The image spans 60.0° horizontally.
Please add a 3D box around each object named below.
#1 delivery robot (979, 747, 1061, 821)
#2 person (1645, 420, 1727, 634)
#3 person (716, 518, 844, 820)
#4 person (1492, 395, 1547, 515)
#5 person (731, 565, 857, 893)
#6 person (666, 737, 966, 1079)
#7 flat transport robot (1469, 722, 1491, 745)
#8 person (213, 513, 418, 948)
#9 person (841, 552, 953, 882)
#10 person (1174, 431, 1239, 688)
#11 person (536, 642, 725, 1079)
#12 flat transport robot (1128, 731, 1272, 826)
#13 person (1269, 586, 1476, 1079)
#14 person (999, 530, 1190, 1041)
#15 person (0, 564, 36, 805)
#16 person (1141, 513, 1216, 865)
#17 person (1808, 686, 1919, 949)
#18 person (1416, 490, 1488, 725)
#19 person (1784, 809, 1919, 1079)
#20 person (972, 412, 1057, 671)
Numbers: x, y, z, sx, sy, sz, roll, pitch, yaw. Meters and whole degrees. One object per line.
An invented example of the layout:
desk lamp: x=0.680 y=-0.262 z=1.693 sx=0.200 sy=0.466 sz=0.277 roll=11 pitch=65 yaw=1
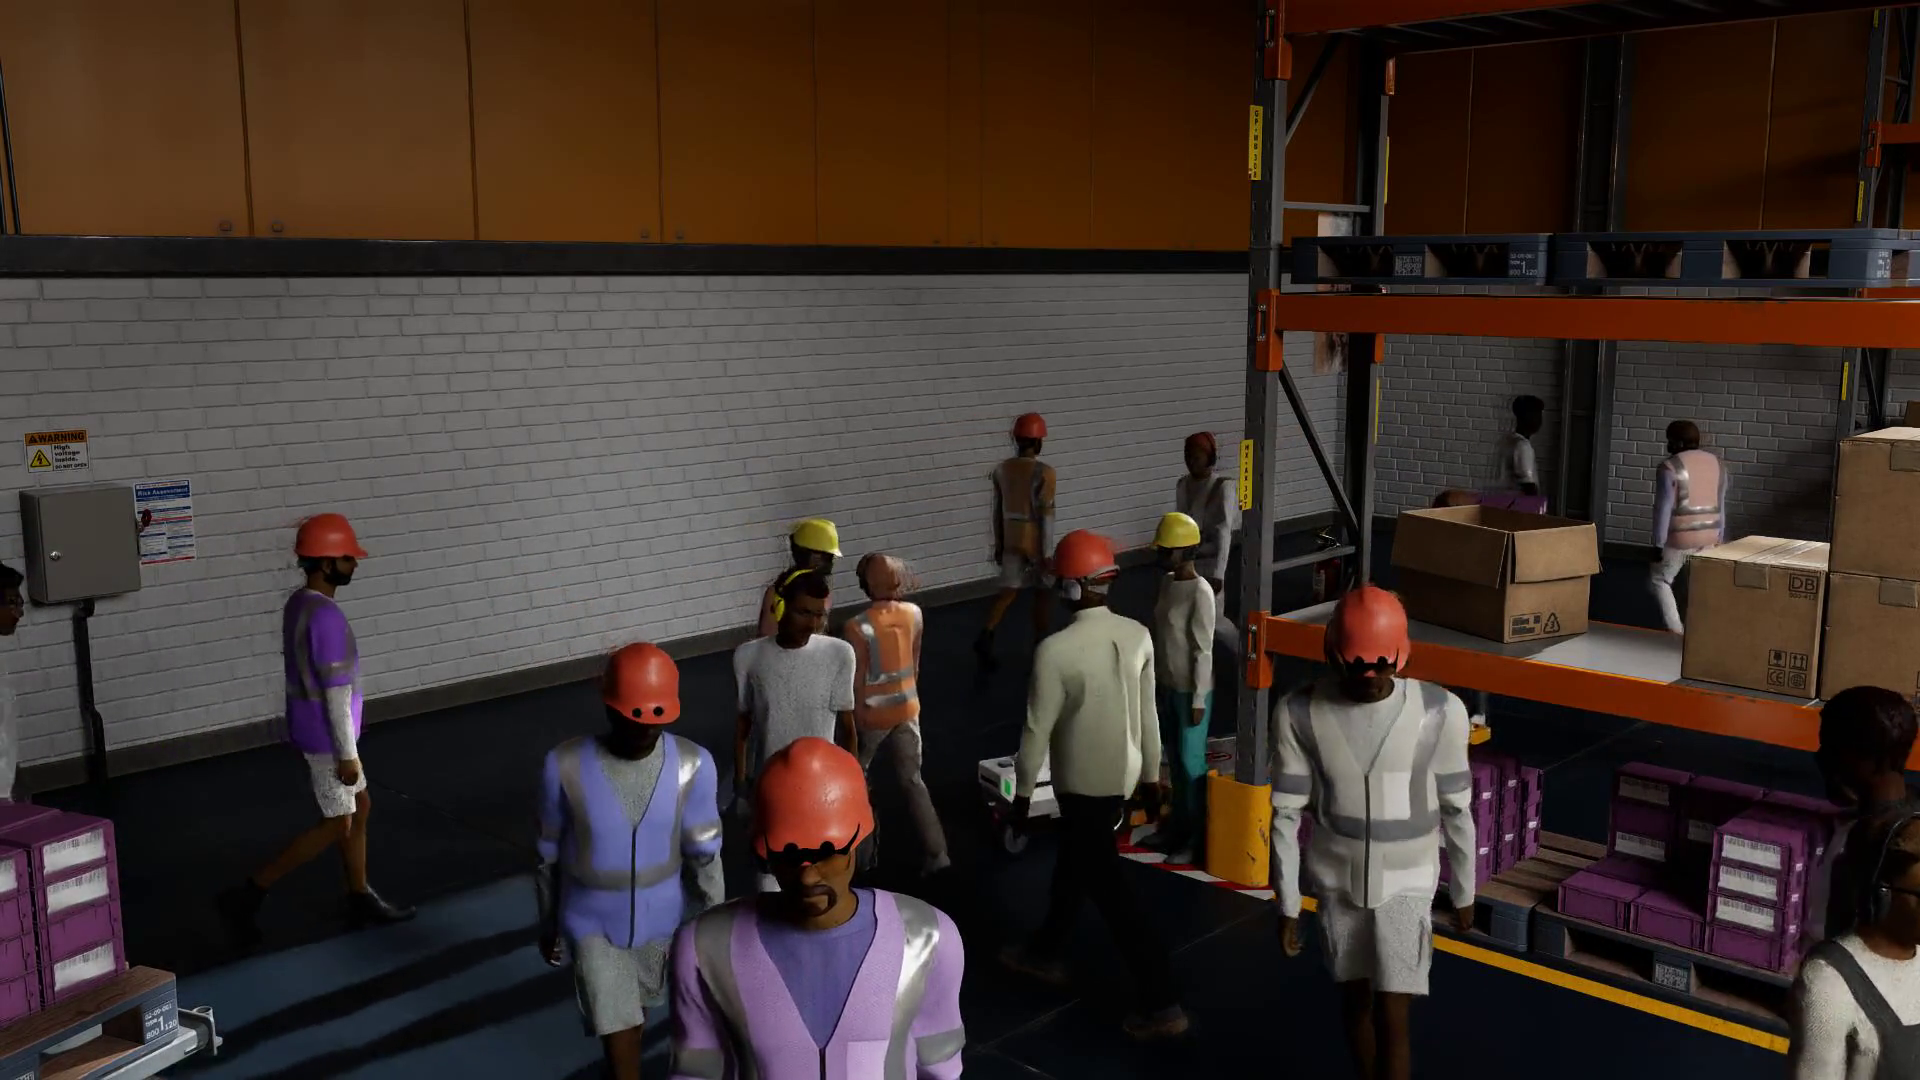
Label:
delivery robot: x=0.457 y=1.230 z=8.625 sx=0.707 sy=0.478 sz=0.477 roll=-5 pitch=10 yaw=-27
person: x=5.482 y=0.006 z=12.543 sx=0.648 sy=1.821 sz=0.433 roll=-2 pitch=10 yaw=-14
person: x=-0.925 y=0.734 z=8.369 sx=0.701 sy=1.727 sz=0.553 roll=6 pitch=11 yaw=31
person: x=4.705 y=-0.246 z=13.803 sx=1.029 sy=1.905 sz=0.620 roll=2 pitch=9 yaw=11
person: x=-0.667 y=0.973 z=6.662 sx=0.503 sy=1.819 sz=0.948 roll=-1 pitch=9 yaw=-8
person: x=-0.284 y=1.388 z=3.398 sx=0.614 sy=2.041 sz=0.393 roll=-1 pitch=9 yaw=-8
flat transport robot: x=2.529 y=1.173 z=10.135 sx=1.431 sy=0.197 sz=0.652 roll=-7 pitch=12 yaw=-36
person: x=-2.824 y=0.837 z=7.205 sx=0.777 sy=1.914 sz=0.542 roll=-5 pitch=11 yaw=-30
person: x=-0.345 y=0.857 z=8.049 sx=0.517 sy=1.609 sz=0.822 roll=-8 pitch=12 yaw=-41
person: x=1.719 y=0.172 z=11.452 sx=0.813 sy=1.864 sz=0.583 roll=-7 pitch=11 yaw=-36
person: x=-1.034 y=1.191 z=5.220 sx=0.548 sy=1.849 sz=1.076 roll=-4 pitch=10 yaw=-24
flat transport robot: x=1.347 y=1.310 z=9.291 sx=1.431 sy=0.197 sz=0.652 roll=-5 pitch=10 yaw=-27
person: x=1.275 y=1.117 z=5.215 sx=0.634 sy=1.984 sz=0.844 roll=4 pitch=10 yaw=21
person: x=0.544 y=0.933 z=6.529 sx=1.063 sy=1.942 sz=0.612 roll=9 pitch=13 yaw=42
person: x=-3.705 y=0.994 z=6.488 sx=0.541 sy=1.830 sz=0.843 roll=7 pitch=11 yaw=35
person: x=1.091 y=0.733 z=8.292 sx=0.342 sy=1.760 sz=0.533 roll=-3 pitch=10 yaw=-15
person: x=2.429 y=1.311 z=4.338 sx=0.628 sy=1.895 sz=0.564 roll=-8 pitch=12 yaw=-42
person: x=3.057 y=0.471 z=10.416 sx=0.889 sy=1.570 sz=0.487 roll=-7 pitch=12 yaw=-37
person: x=1.931 y=1.447 z=3.701 sx=0.510 sy=1.829 sz=0.751 roll=-6 pitch=11 yaw=-34
person: x=0.436 y=0.023 z=12.179 sx=0.548 sy=1.915 sz=0.831 roll=7 pitch=12 yaw=38
